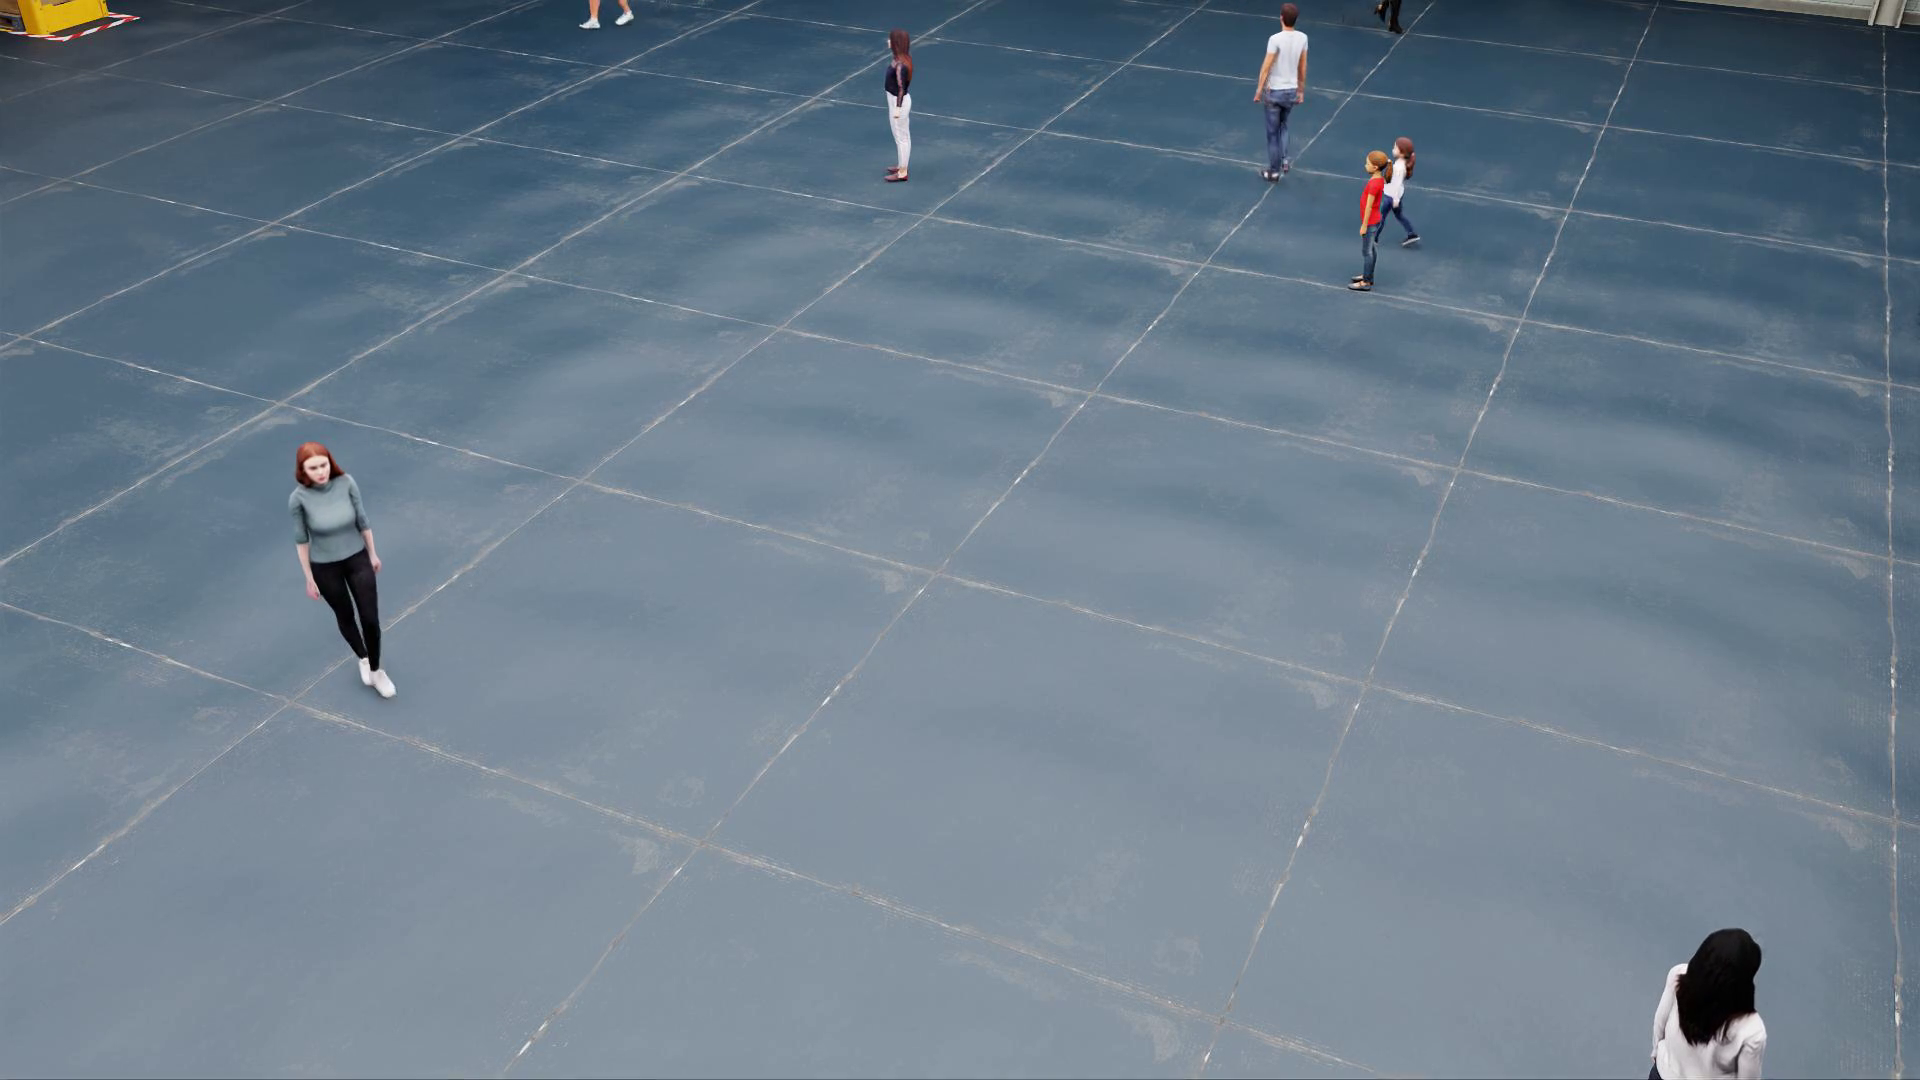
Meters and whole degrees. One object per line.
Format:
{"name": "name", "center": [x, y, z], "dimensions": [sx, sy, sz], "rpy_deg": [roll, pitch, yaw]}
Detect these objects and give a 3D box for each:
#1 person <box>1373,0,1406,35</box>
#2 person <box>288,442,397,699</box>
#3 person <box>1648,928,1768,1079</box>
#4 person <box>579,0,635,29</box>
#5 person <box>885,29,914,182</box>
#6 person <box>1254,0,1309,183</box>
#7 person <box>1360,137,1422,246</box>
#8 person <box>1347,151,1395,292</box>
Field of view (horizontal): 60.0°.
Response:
{"name": "person", "center": [5.920, -7.824, 22.565], "dimensions": [0.710, 1.842, 0.652], "rpy_deg": [14, 35, 21]}
{"name": "person", "center": [-3.759, 0.134, 10.057], "dimensions": [0.793, 1.729, 0.858], "rpy_deg": [-17, 36, -24]}
{"name": "person", "center": [2.984, 2.215, 6.786], "dimensions": [0.770, 1.698, 0.670], "rpy_deg": [-19, 37, -28]}
{"name": "person", "center": [-4.821, -7.973, 22.813], "dimensions": [1.016, 1.829, 1.100], "rpy_deg": [-26, 41, -35]}
{"name": "person", "center": [-0.658, -4.639, 17.736], "dimensions": [0.654, 1.608, 0.667], "rpy_deg": [3, 32, 4]}
{"name": "person", "center": [3.443, -4.692, 17.589], "dimensions": [0.764, 1.854, 0.815], "rpy_deg": [-13, 35, -20]}
{"name": "person", "center": [4.298, -3.379, 16.224], "dimensions": [0.809, 1.090, 0.495], "rpy_deg": [10, 34, 16]}
{"name": "person", "center": [3.796, -2.944, 15.331], "dimensions": [0.504, 1.307, 0.485], "rpy_deg": [10, 34, 15]}
